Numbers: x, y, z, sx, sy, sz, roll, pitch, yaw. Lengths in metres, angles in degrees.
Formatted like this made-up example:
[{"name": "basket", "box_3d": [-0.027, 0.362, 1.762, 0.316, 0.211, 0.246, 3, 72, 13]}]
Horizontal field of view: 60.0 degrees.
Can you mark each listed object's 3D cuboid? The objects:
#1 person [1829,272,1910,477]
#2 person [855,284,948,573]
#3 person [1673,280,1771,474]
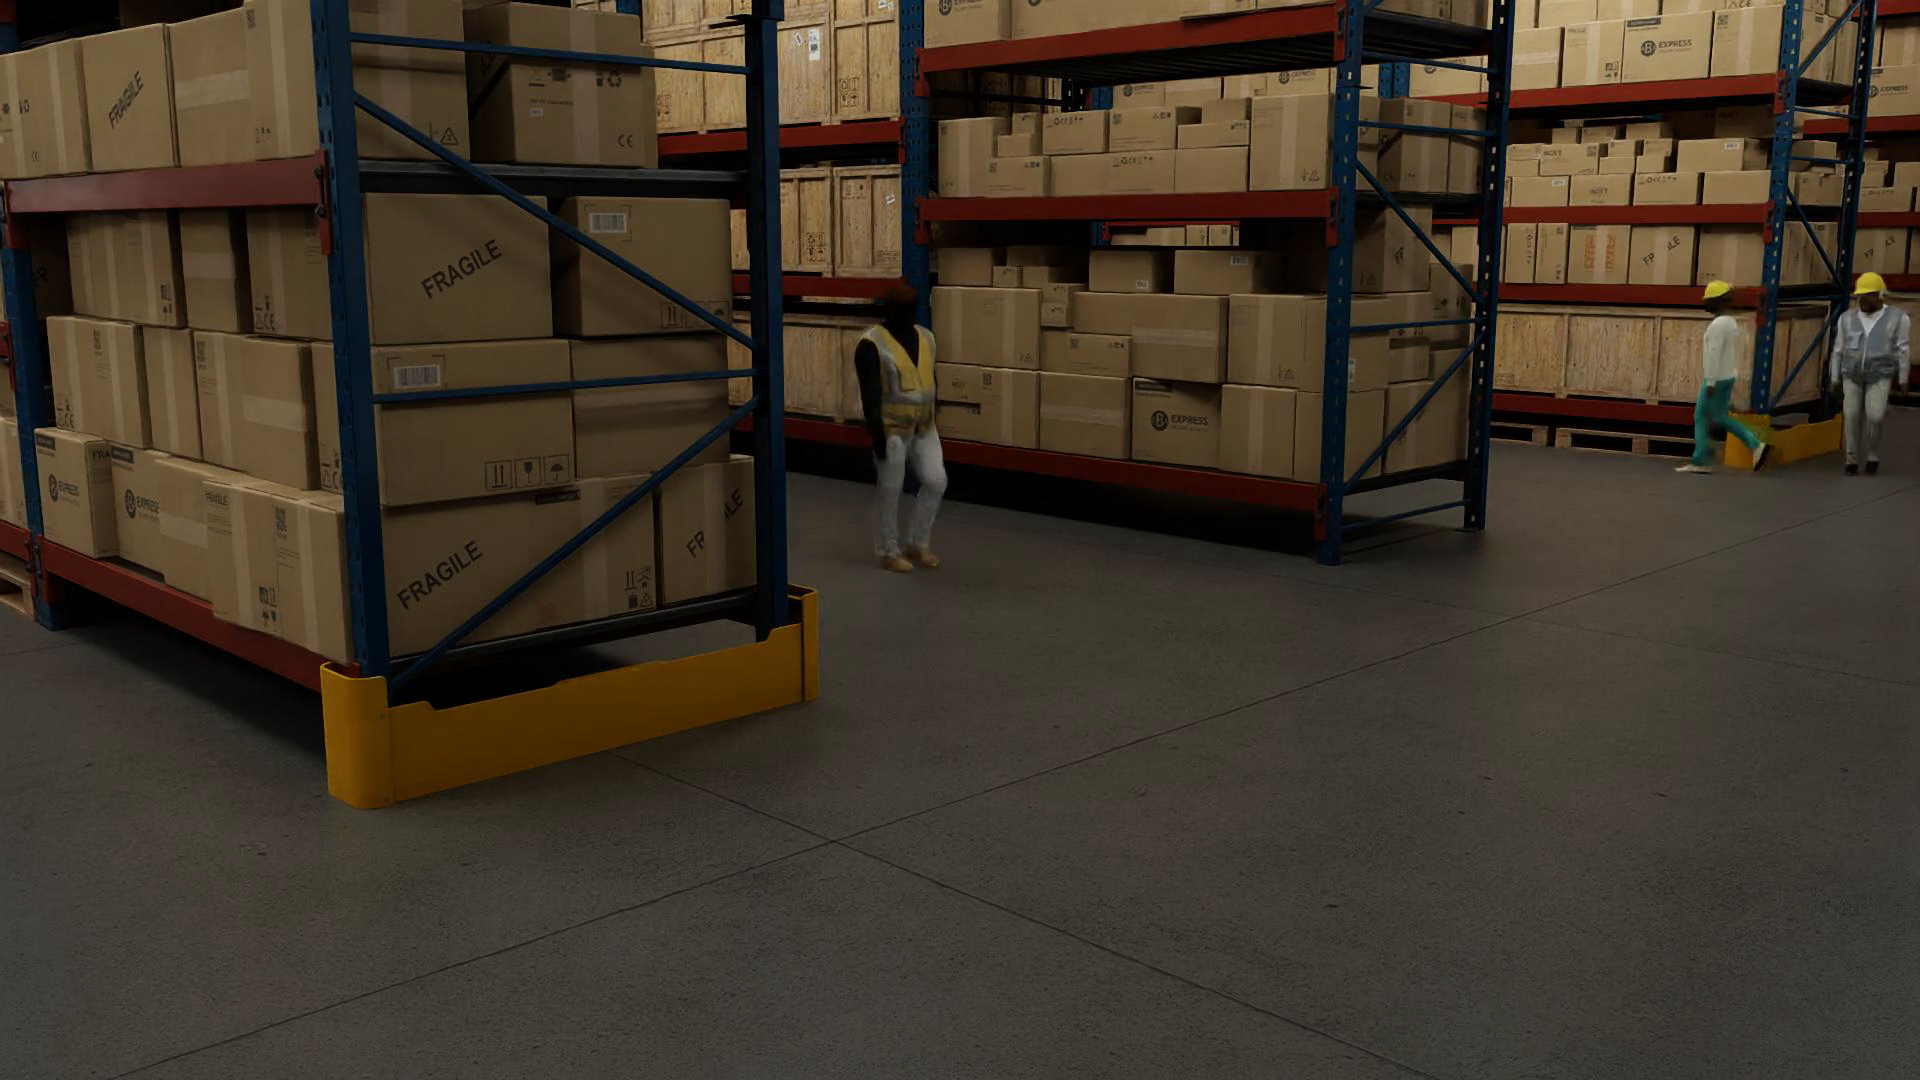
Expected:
[{"name": "person", "box_3d": [7.993, -1.441, 14.649, 0.641, 1.800, 0.469, 9, 14, 42]}, {"name": "person", "box_3d": [-0.329, -0.689, 10.475, 0.637, 1.824, 0.539, -9, 14, -40]}, {"name": "person", "box_3d": [6.830, -1.431, 14.793, 0.690, 1.741, 0.542, 8, 13, 38]}]
